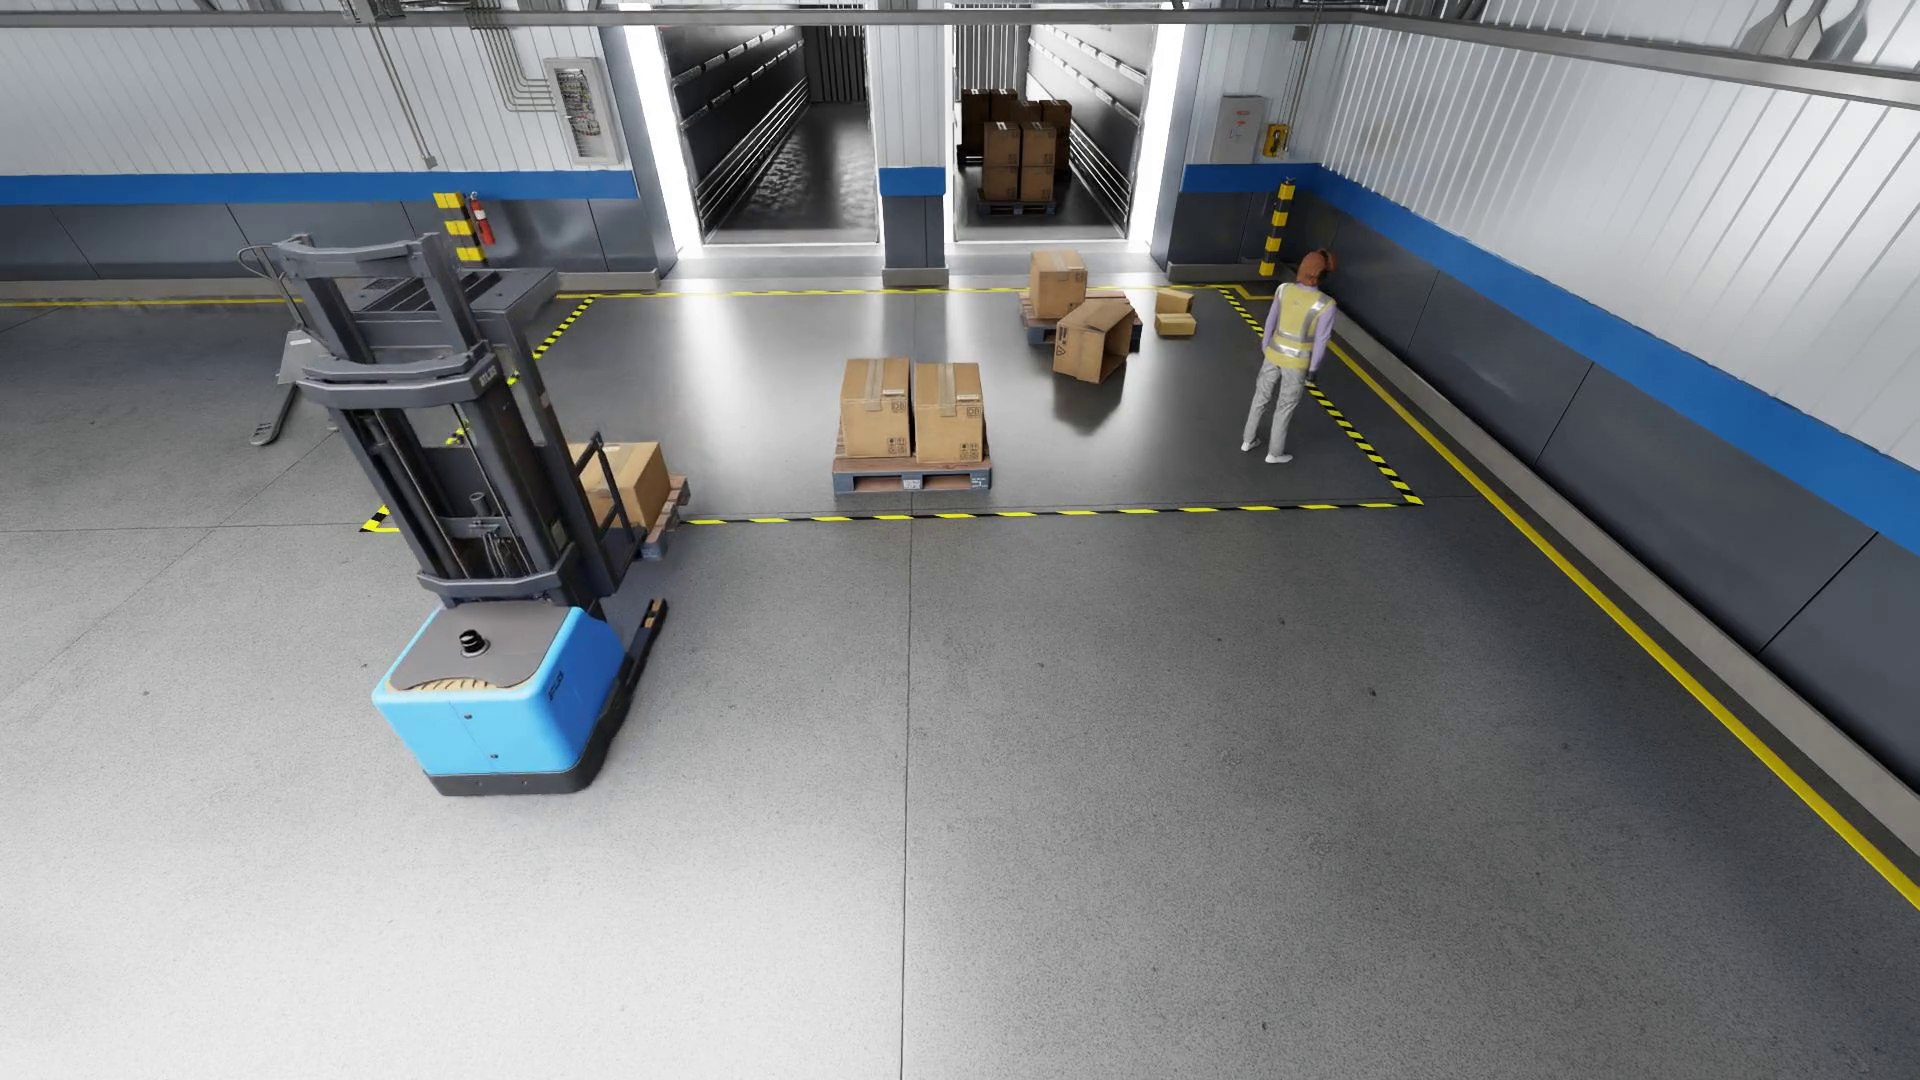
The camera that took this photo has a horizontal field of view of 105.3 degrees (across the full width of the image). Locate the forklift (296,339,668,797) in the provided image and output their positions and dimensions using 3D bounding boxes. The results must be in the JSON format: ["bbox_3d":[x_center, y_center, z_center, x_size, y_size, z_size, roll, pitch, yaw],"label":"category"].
[{"bbox_3d":[-2.179,0.198,3.286,0.716,2.013,0.776,-1,38,-1],"label":"forklift"}]

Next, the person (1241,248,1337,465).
[{"bbox_3d":[2.485,-1.352,5.559,0.313,1.641,0.514,-21,43,-24],"label":"person"}]

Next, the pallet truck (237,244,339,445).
[{"bbox_3d":[-5.915,-1.733,6.366,0.680,1.201,1.601,-18,42,-21],"label":"pallet truck"}]
